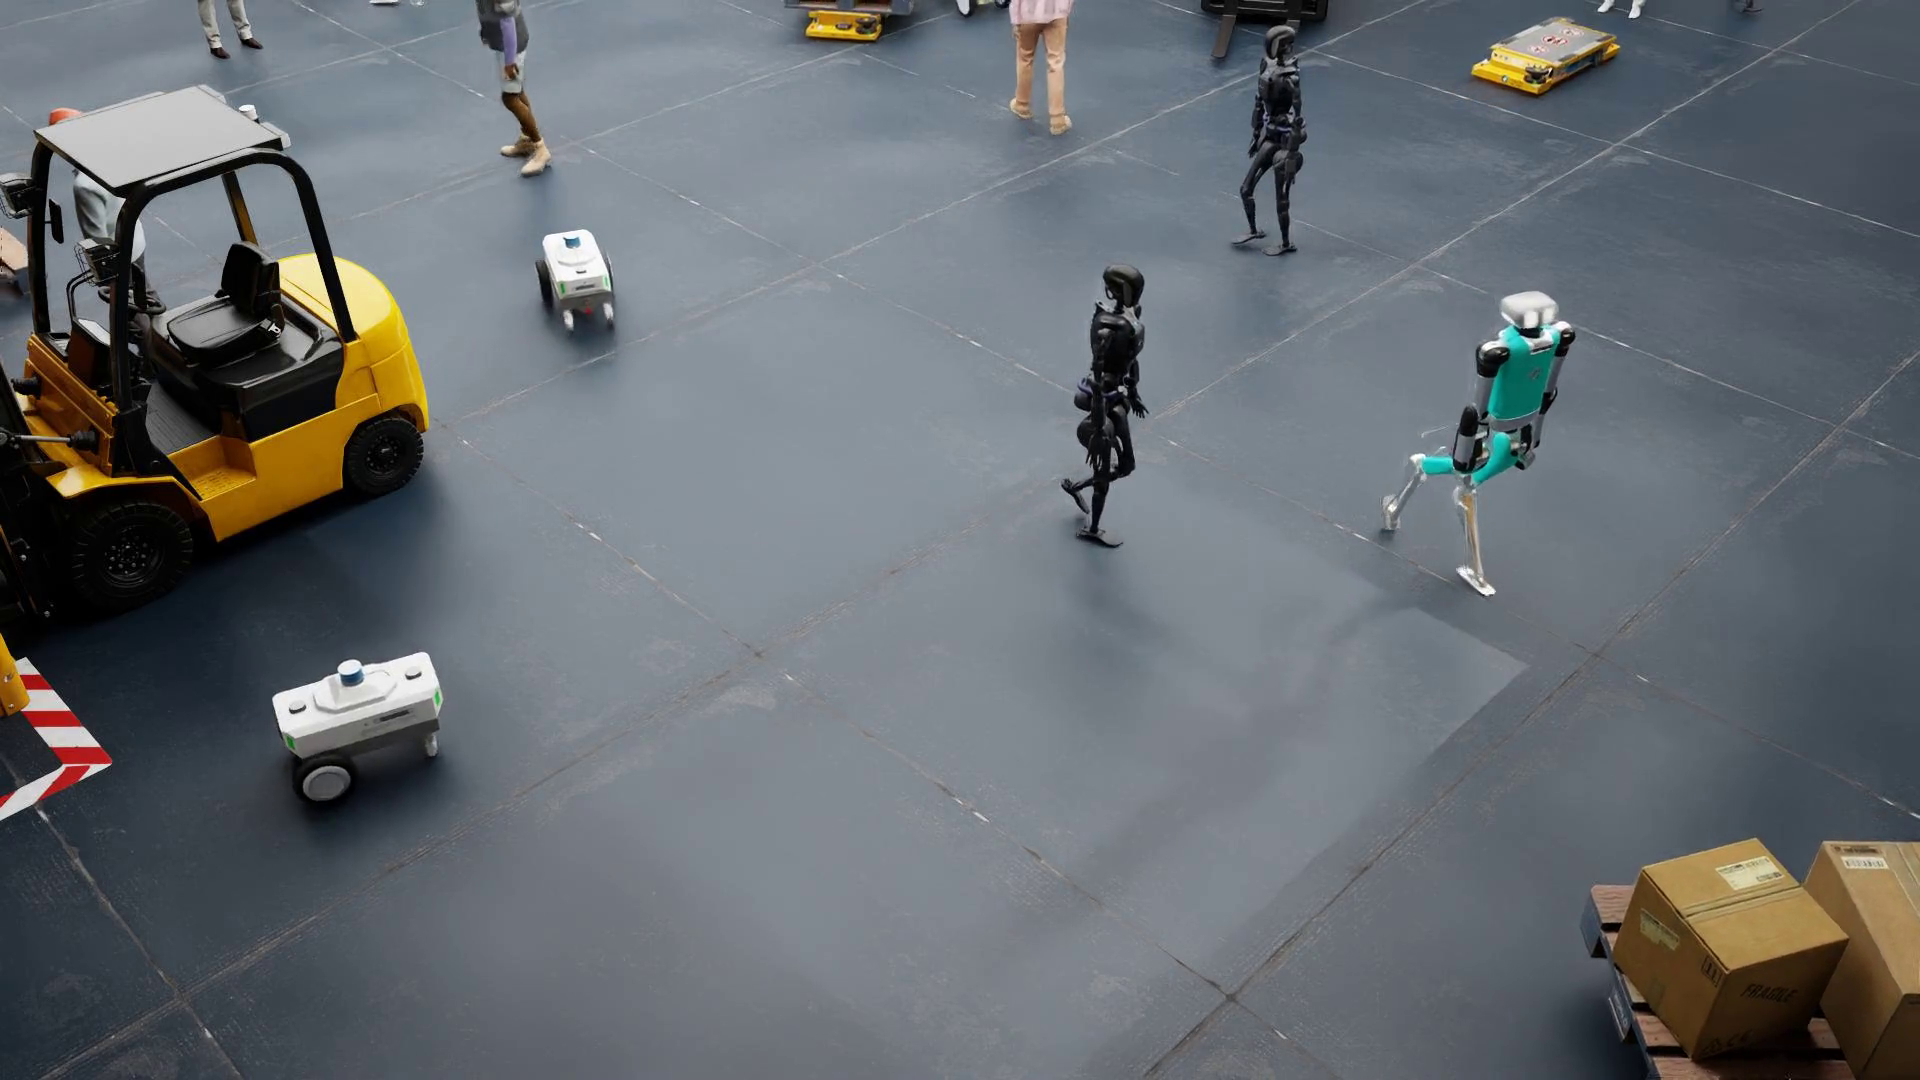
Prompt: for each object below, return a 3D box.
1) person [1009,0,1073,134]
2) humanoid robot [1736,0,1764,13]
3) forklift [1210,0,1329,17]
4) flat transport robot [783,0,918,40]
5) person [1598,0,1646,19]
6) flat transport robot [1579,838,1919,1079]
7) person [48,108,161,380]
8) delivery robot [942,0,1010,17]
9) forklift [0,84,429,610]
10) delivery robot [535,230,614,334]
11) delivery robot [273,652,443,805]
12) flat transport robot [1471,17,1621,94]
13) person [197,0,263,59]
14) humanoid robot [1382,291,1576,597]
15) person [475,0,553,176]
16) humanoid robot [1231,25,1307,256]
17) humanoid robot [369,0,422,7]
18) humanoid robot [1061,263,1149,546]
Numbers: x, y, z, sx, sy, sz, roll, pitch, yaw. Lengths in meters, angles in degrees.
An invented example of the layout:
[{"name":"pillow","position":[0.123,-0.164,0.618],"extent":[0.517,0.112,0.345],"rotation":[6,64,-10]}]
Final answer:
[{"name":"person","position":[0.659,-4.190,13.383],"extent":[0.544,1.747,0.660],"rotation":[-6,37,-8]},{"name":"humanoid robot","position":[7.617,-5.806,15.612],"extent":[0.599,1.632,0.746],"rotation":[-8,37,-11]},{"name":"forklift","position":[3.106,-6.400,15.960],"extent":[1.214,2.155,2.313],"rotation":[8,37,10]},{"name":"flat transport robot","position":[-0.966,-5.085,15.803],"extent":[0.659,0.231,1.431],"rotation":[6,37,8]},{"name":"person","position":[6.353,-5.714,15.508],"extent":[0.519,1.632,0.313],"rotation":[22,42,27]},{"name":"flat transport robot","position":[3.091,1.929,6.415],"extent":[0.659,0.231,1.431],"rotation":[1,37,1]},{"name":"person","position":[-5.188,-1.801,10.177],"extent":[0.352,1.742,0.572],"rotation":[-4,37,-5]},{"name":"delivery robot","position":[0.116,-5.376,15.954],"extent":[0.499,0.594,0.769],"rotation":[-22,42,-27]},{"name":"forklift","position":[-4.145,-1.093,8.856],"extent":[2.313,2.155,1.214],"rotation":[-31,47,-34]},{"name":"delivery robot","position":[-2.559,-1.775,11.128],"extent":[0.499,0.587,0.777],"rotation":[-12,39,-16]},{"name":"delivery robot","position":[-2.789,0.822,7.673],"extent":[0.785,0.614,0.523],"rotation":[-17,40,-21]},{"name":"flat transport robot","position":[5.222,-4.308,14.764],"extent":[1.431,0.231,0.659],"rotation":[-30,46,-34]},{"name":"person","position":[-6.607,-5.169,14.662],"extent":[0.388,1.776,0.539],"rotation":[28,45,32]},{"name":"humanoid robot","position":[2.581,-0.612,8.615],"extent":[0.553,1.785,0.927],"rotation":[-15,39,-19]},{"name":"person","position":[-3.494,-3.787,12.615],"extent":[0.442,2.020,0.773],"rotation":[-14,39,-18]},{"name":"humanoid robot","position":[2.206,-2.742,11.498],"extent":[0.427,1.644,0.596],"rotation":[-12,39,-16]},{"name":"humanoid robot","position":[-5.483,-5.813,15.646],"extent":[0.734,1.908,0.541],"rotation":[-4,37,-5]},{"name":"humanoid robot","position":[0.743,-0.710,8.767],"extent":[0.427,1.643,0.589],"rotation":[15,39,19]}]
